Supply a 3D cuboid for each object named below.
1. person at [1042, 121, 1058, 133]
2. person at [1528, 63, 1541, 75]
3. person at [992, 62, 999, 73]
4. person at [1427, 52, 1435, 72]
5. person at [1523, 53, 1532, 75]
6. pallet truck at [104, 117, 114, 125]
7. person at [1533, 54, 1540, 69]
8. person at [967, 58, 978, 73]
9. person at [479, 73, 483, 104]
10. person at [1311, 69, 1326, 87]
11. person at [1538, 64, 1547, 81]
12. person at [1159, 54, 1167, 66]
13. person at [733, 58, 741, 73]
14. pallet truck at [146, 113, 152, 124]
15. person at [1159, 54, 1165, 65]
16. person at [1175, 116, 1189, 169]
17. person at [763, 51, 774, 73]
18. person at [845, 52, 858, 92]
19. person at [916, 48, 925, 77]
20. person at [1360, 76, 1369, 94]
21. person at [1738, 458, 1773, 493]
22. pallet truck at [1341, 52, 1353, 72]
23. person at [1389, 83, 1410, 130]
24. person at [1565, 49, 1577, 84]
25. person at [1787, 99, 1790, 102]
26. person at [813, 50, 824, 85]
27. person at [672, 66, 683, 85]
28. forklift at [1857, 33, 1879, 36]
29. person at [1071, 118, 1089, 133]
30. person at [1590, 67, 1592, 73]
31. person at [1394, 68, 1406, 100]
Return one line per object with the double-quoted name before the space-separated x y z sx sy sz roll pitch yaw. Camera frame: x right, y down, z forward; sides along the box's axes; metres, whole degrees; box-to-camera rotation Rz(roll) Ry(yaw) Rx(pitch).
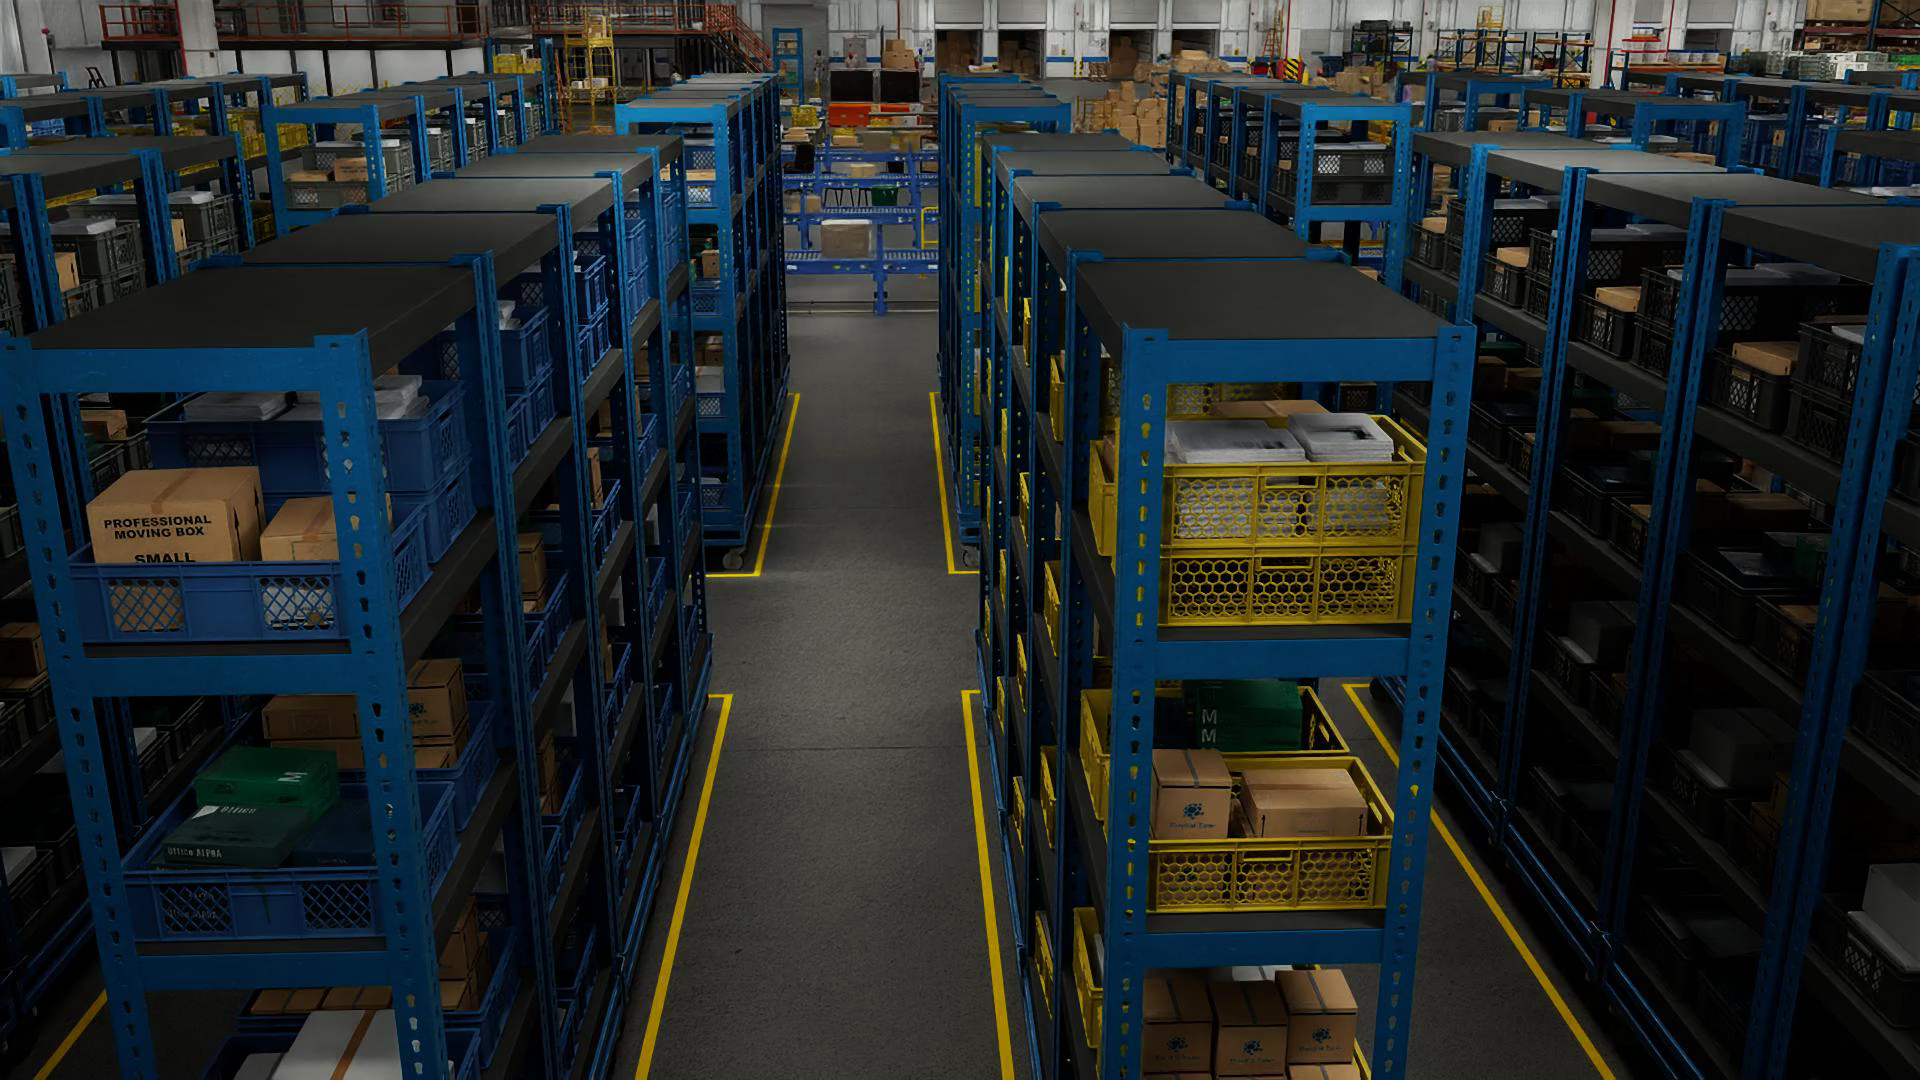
"person" 2.339 -10.041 41.770 0.715 1.974 0.964 -15 23 -39
"person" 24.141 -19.136 70.101 0.671 1.855 0.817 2 18 6
"person" 1.558 -20.754 75.307 0.486 1.744 0.294 16 24 41
"person" 23.951 -24.002 85.088 0.597 1.907 0.638 -13 22 -36
"person" 28.744 -23.739 84.319 0.637 1.900 0.997 -16 24 -41
"pallet truck" -18.367 -7.885 35.078 1.885 1.965 0.823 1 18 2
"person" 30.569 -24.987 88.477 0.463 1.685 0.535 -13 22 -35
"person" 0.583 -20.750 75.049 0.622 1.896 0.534 -13 22 -35
"person" -17.346 -15.997 60.425 0.516 1.843 0.326 -15 23 -39
"person" 13.717 -17.069 63.682 0.557 1.893 1.013 6 19 17
"person" 24.170 -18.830 69.175 0.504 1.860 0.340 -10 20 -27
"person" 10.364 -23.761 84.516 0.869 1.807 0.627 5 19 16
"person" -11.554 -24.511 86.724 0.521 1.868 0.616 4 18 11
"pallet truck" -18.087 -8.309 36.390 1.885 1.965 0.823 -1 18 -4
"person" 10.083 -23.528 83.730 0.728 1.842 0.551 8 19 23
"person" 5.135 -9.013 38.873 0.756 1.802 0.610 12 22 33
"person" -9.871 -24.217 85.711 0.545 1.938 0.355 3 18 8
"person" -5.489 -23.661 83.985 0.638 1.956 0.999 0 18 -1
"person" -2.148 -25.642 90.101 0.383 1.951 0.605 15 23 39
"person" 14.838 -16.179 61.200 0.925 1.718 0.538 2 18 6
"person" 6.101 -0.655 12.704 0.375 1.997 0.612 12 21 33
"pallet truck" 18.794 -23.123 82.231 0.823 1.965 1.885 -13 22 -35
"person" 15.127 -14.950 57.089 0.866 1.902 0.576 9 20 25
"person" 33.360 -25.855 90.830 0.755 1.906 0.588 -16 24 -41
"person" 22.197 -10.915 44.628 0.564 1.878 1.037 1 18 3
"person" -7.665 -25.708 90.489 0.619 1.840 0.430 -11 21 -30
"person" -11.311 -17.971 66.494 0.369 1.876 0.711 8 19 22
"forklift" 46.104 -24.422 84.837 1.129 2.768 1.873 3 18 10
"person" 2.638 -8.465 37.081 0.651 1.867 0.962 2 18 8
"person" 30.318 -22.211 79.339 0.538 2.000 0.684 10 20 28
"person" 16.812 -17.095 63.688 0.889 1.936 0.610 -12 21 -32
